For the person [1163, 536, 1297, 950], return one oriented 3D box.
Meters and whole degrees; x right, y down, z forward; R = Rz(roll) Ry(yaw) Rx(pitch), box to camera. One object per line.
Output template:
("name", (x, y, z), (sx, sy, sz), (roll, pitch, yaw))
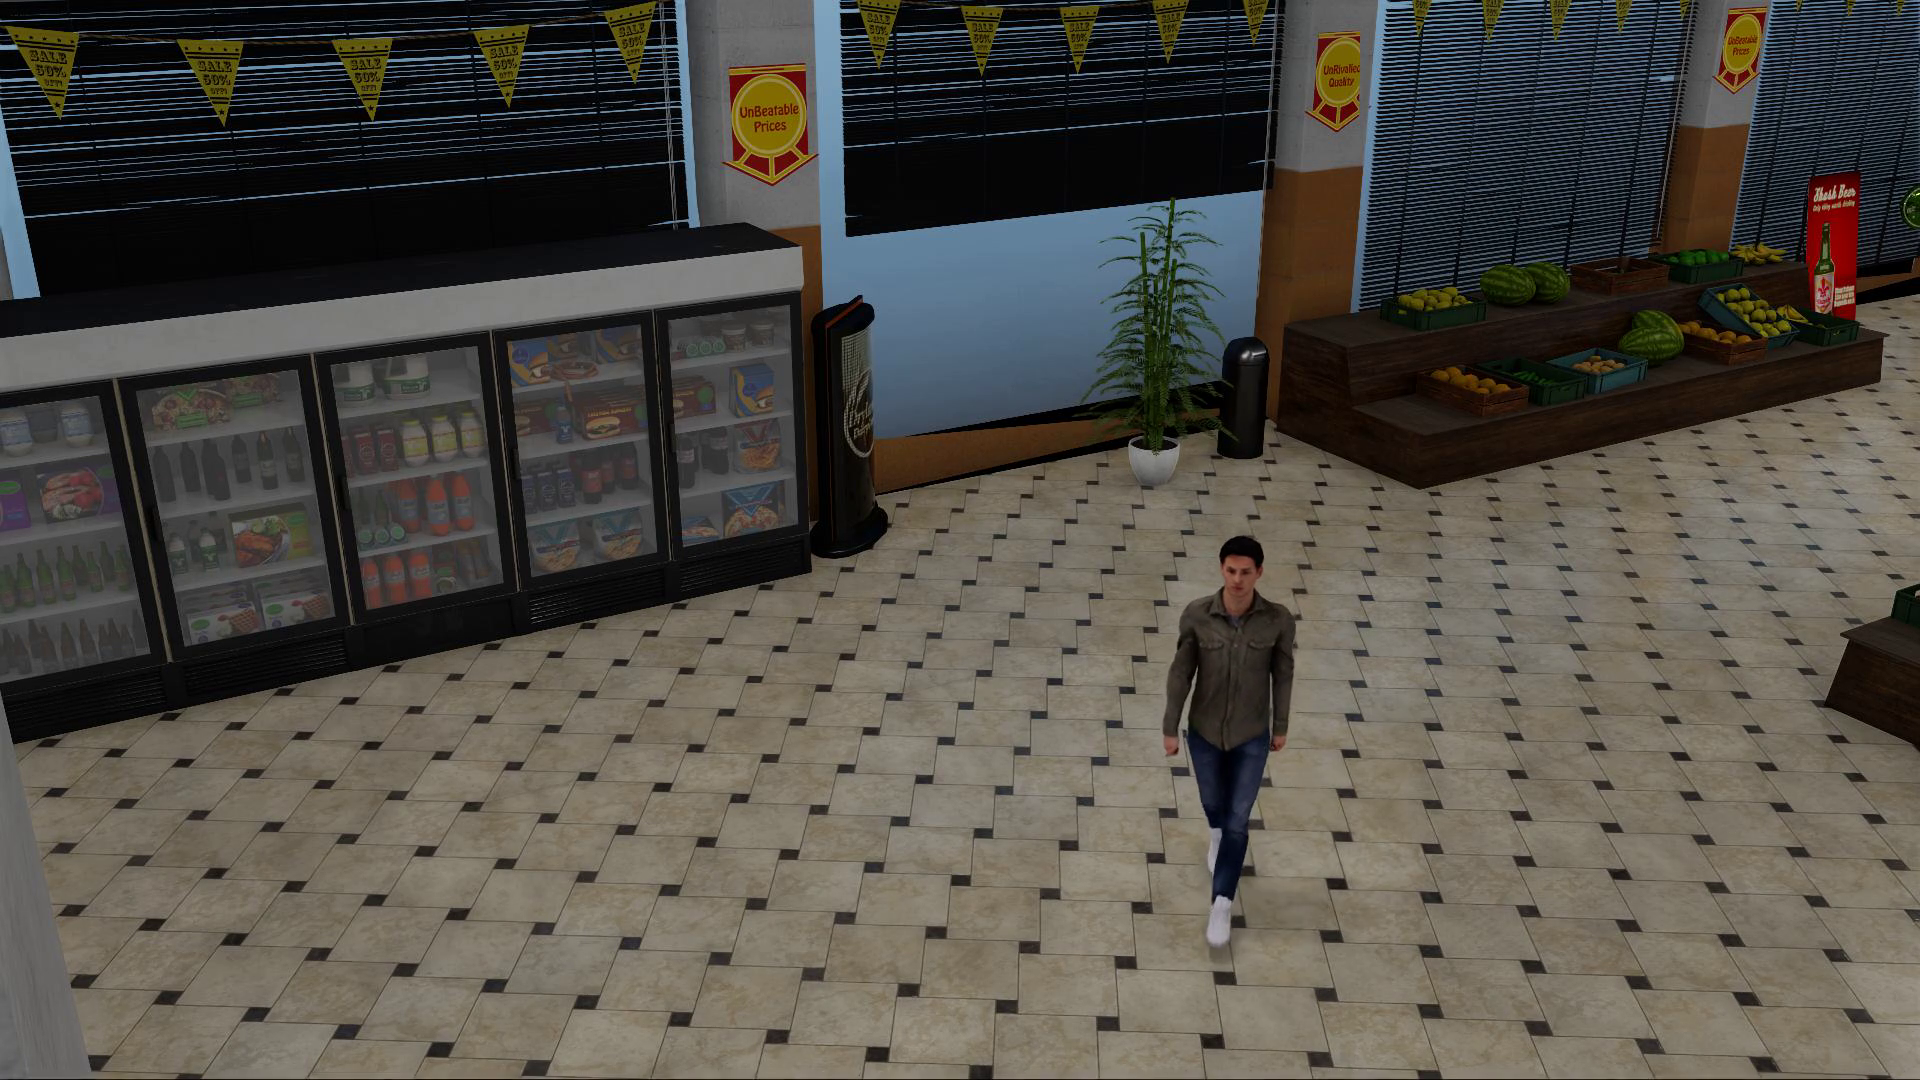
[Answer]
("person", (1.242, 0.833, 7.650), (1.203, 1.837, 1.252), (5, 22, 13))
